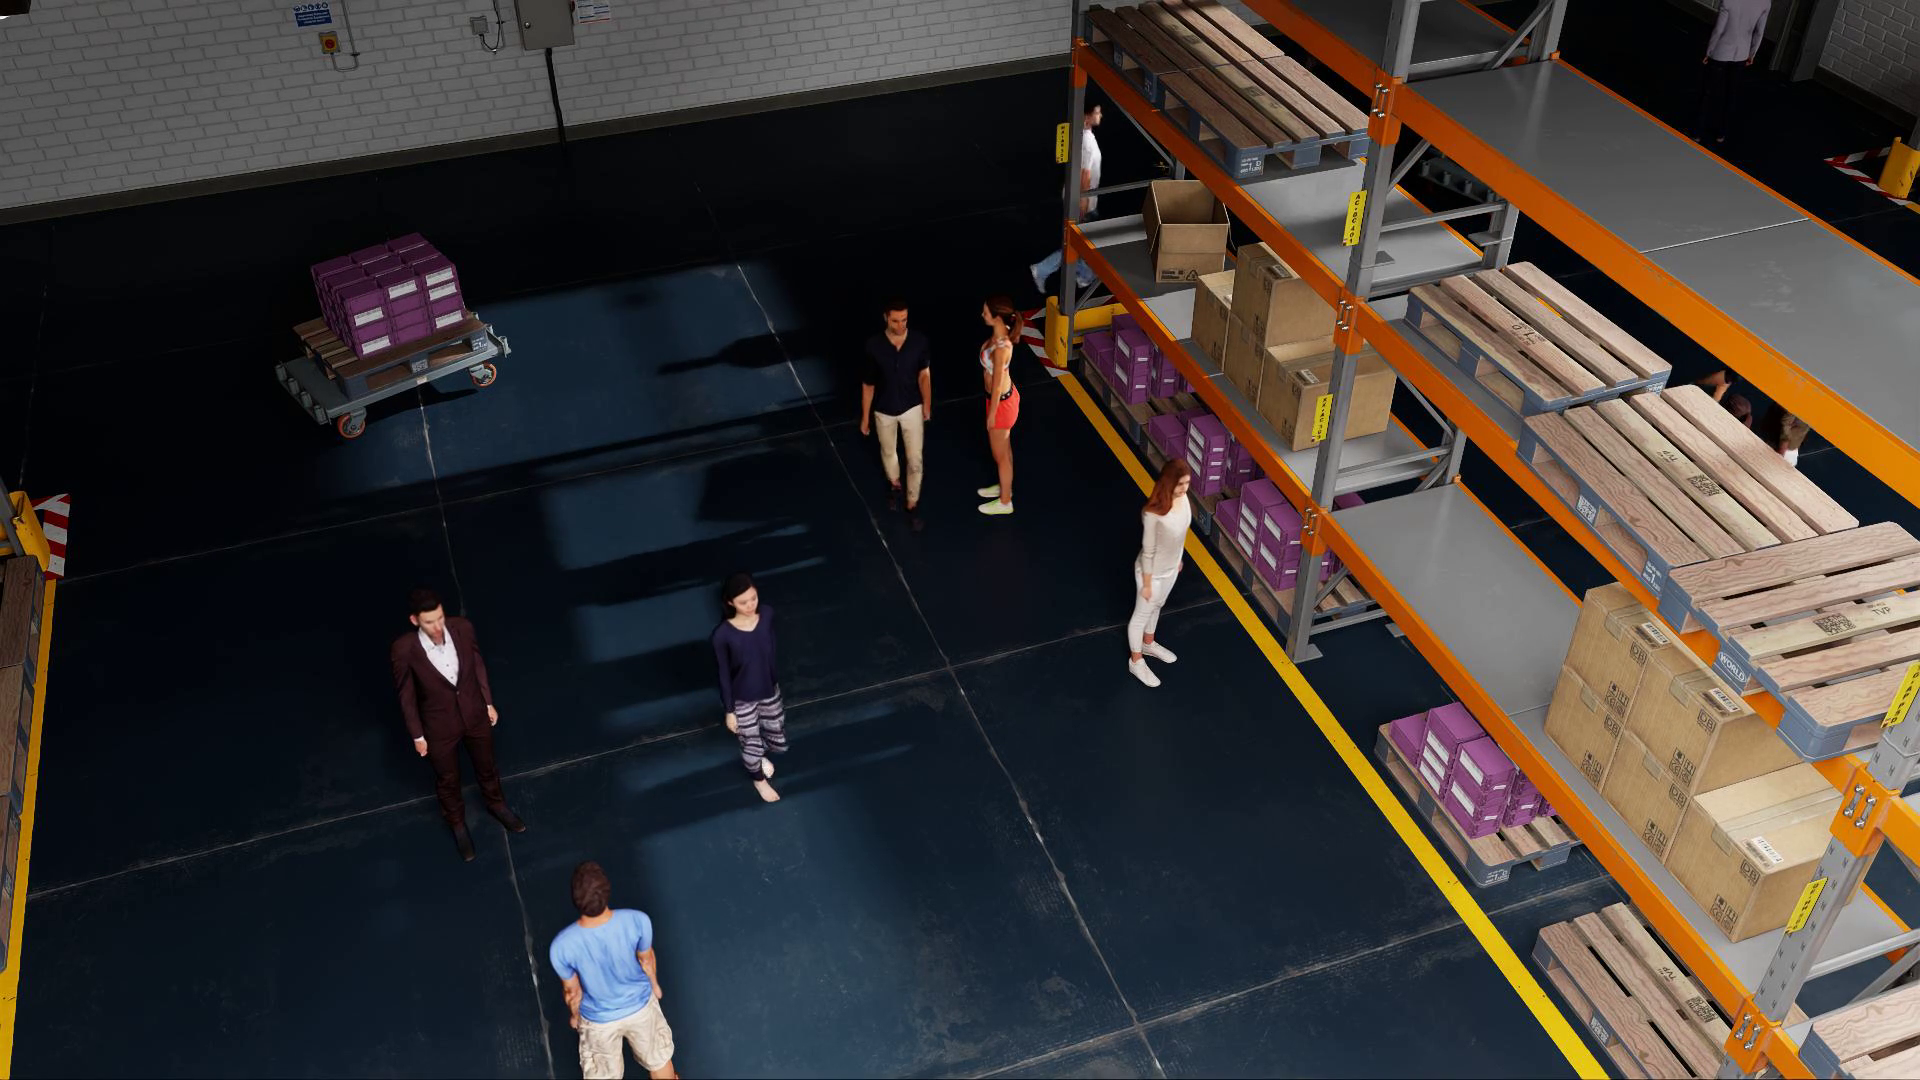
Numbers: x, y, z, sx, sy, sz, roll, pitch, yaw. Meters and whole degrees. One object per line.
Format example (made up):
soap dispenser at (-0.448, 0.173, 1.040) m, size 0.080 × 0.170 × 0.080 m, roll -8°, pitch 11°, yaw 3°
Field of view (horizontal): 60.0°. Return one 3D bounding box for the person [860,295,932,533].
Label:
person at (-0.454, -1.004, 11.985) m, size 0.813 × 1.834 × 0.924 m, roll 1°, pitch 39°, yaw 1°

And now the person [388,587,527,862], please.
person at (-2.885, 1.000, 9.451) m, size 0.759 × 1.865 × 0.731 m, roll -28°, pitch 46°, yaw -30°

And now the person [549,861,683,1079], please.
person at (-1.636, 2.215, 7.931) m, size 0.662 × 1.863 × 0.576 m, roll -15°, pitch 41°, yaw -18°

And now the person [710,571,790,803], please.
person at (-1.271, 0.838, 9.766) m, size 0.693 × 1.725 × 0.728 m, roll -26°, pitch 45°, yaw -28°

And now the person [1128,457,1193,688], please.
person at (1.263, 0.160, 10.630) m, size 0.711 × 1.706 × 0.689 m, roll 25°, pitch 45°, yaw 27°

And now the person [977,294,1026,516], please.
person at (0.302, -0.979, 11.990) m, size 0.710 × 1.789 × 0.612 m, roll 3°, pitch 39°, yaw 4°

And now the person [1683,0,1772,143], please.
person at (7.832, -4.952, 16.914) m, size 0.757 × 1.852 × 0.719 m, roll 2°, pitch 39°, yaw 2°

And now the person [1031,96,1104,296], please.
person at (0.970, -2.954, 14.420) m, size 0.790 × 1.842 × 0.970 m, roll -9°, pitch 40°, yaw -12°
